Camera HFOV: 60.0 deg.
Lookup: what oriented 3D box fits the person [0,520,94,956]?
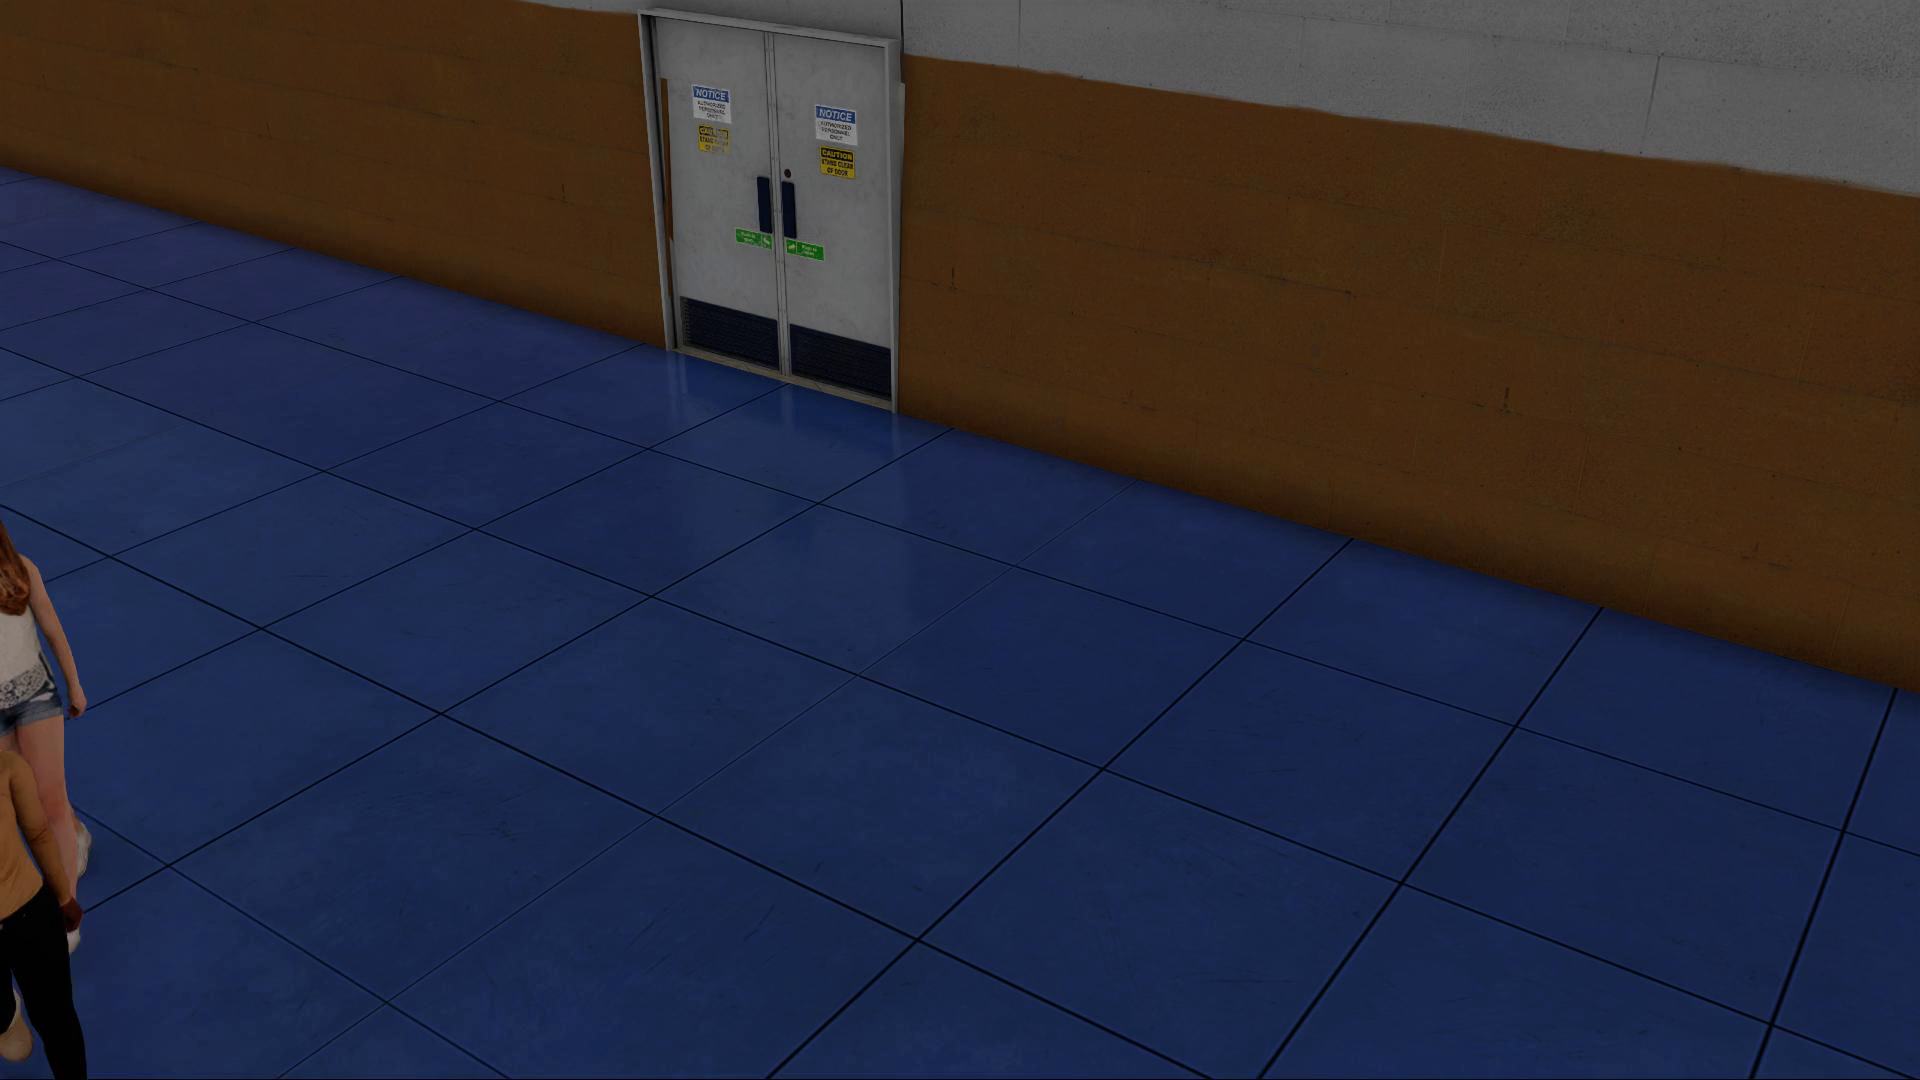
[{"bbox_3d":[-3.391,0.566,5.989,1.102,1.721,1.112,-7,28,-13],"label":"person"}]

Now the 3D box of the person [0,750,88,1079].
[{"bbox_3d":[-2.919,1.112,5.006,1.013,1.637,0.874,-18,32,-32],"label":"person"}]
